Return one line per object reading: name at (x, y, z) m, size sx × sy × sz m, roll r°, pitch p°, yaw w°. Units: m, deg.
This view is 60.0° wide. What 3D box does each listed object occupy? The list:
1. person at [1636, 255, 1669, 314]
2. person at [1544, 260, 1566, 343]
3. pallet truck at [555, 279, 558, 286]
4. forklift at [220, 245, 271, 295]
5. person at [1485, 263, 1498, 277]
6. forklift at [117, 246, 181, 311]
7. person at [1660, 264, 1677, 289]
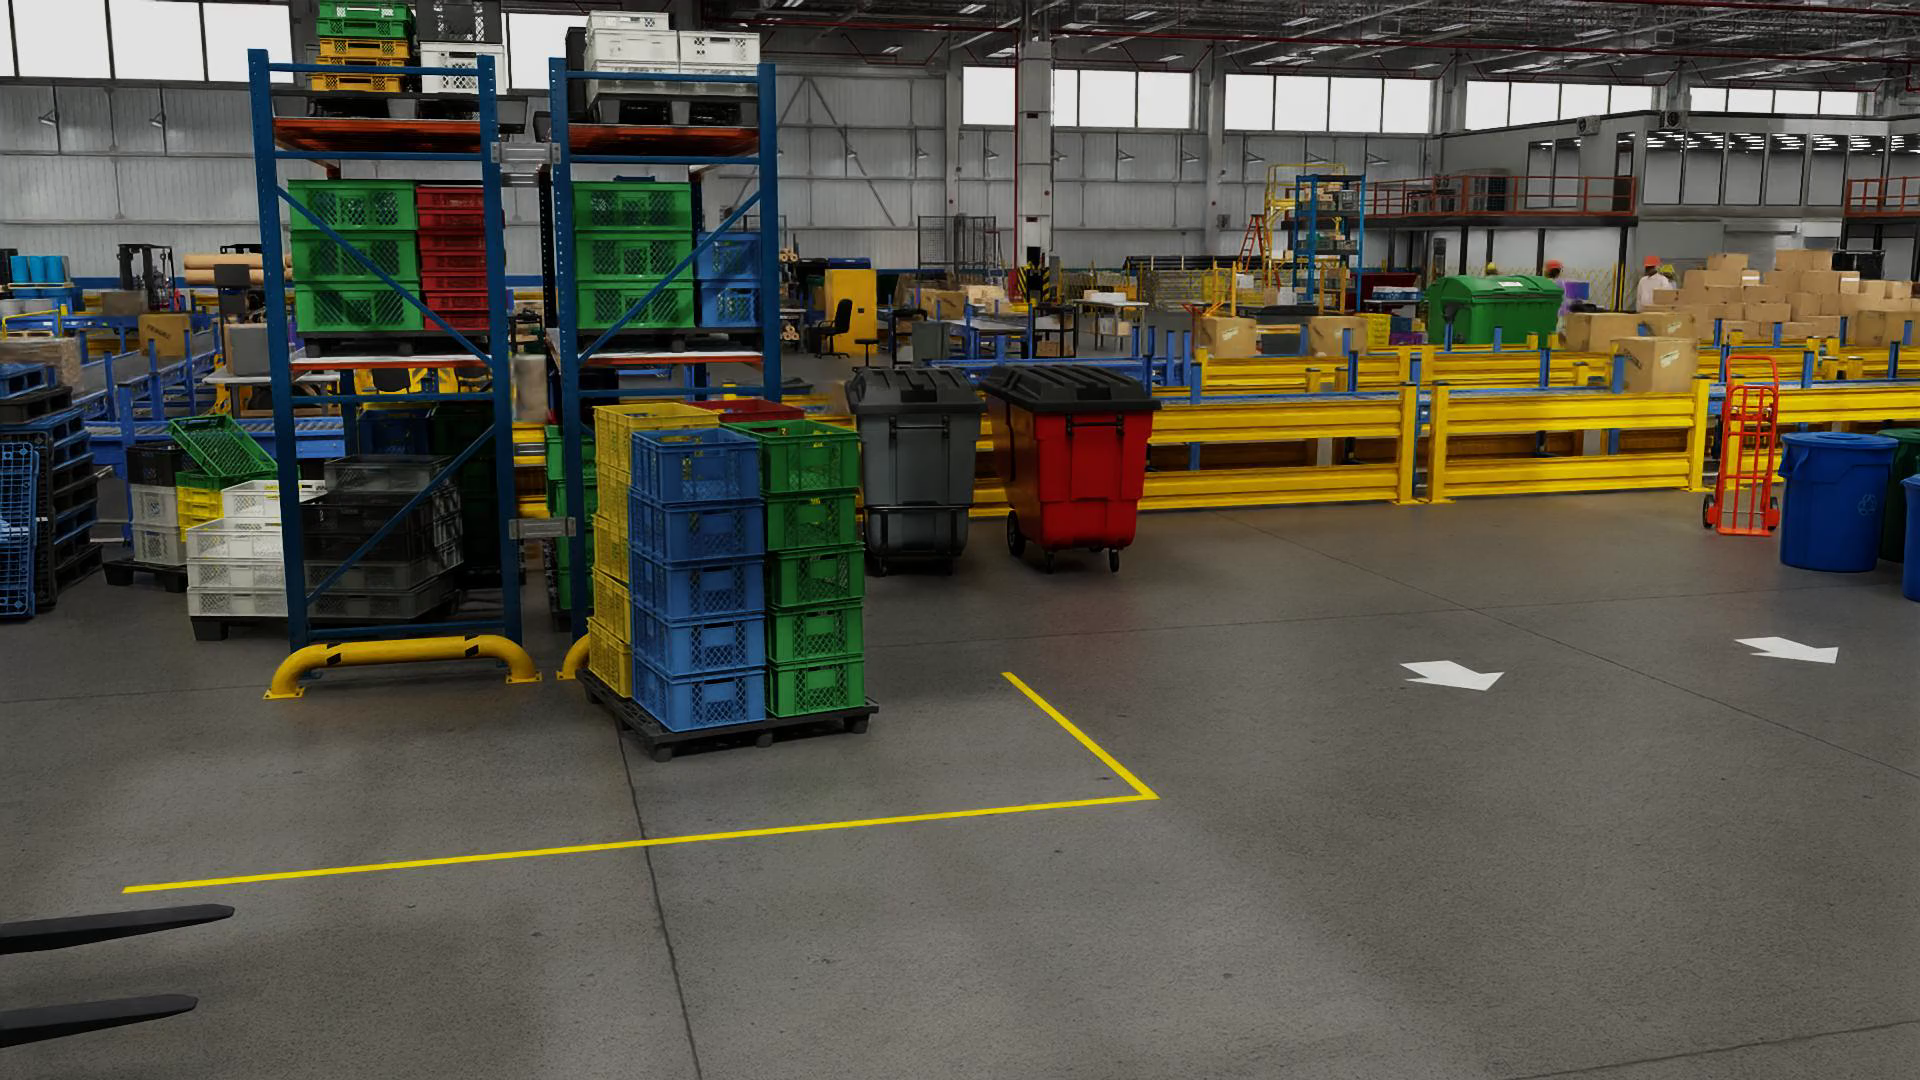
person at (11.683, -3.816, 28.134) m, size 0.426 × 1.982 × 0.626 m, roll -5°, pitch 11°, yaw -24°
person at (10.724, -4.029, 29.580) m, size 0.835 × 1.896 × 0.587 m, roll 4°, pitch 11°, yaw 20°
pallet truck at (-10.604, -6.375, 44.520) m, size 0.653 × 1.274 × 1.630 m, roll -3°, pitch 10°, yaw -15°
forklift at (-17.749, -6.334, 41.440) m, size 1.157 × 1.987 × 2.680 m, roll -3°, pitch 10°, yaw -17°
person at (13.256, -6.044, 41.476) m, size 0.493 × 1.711 × 0.810 m, roll -3°, pitch 10°, yaw -16°
forklift at (-19.966, -6.232, 40.894) m, size 1.157 × 1.987 × 2.680 m, roll -3°, pitch 10°, yaw -15°
person at (13.582, -4.438, 32.167) m, size 0.593 × 1.803 × 0.879 m, roll -6°, pitch 11°, yaw -29°
